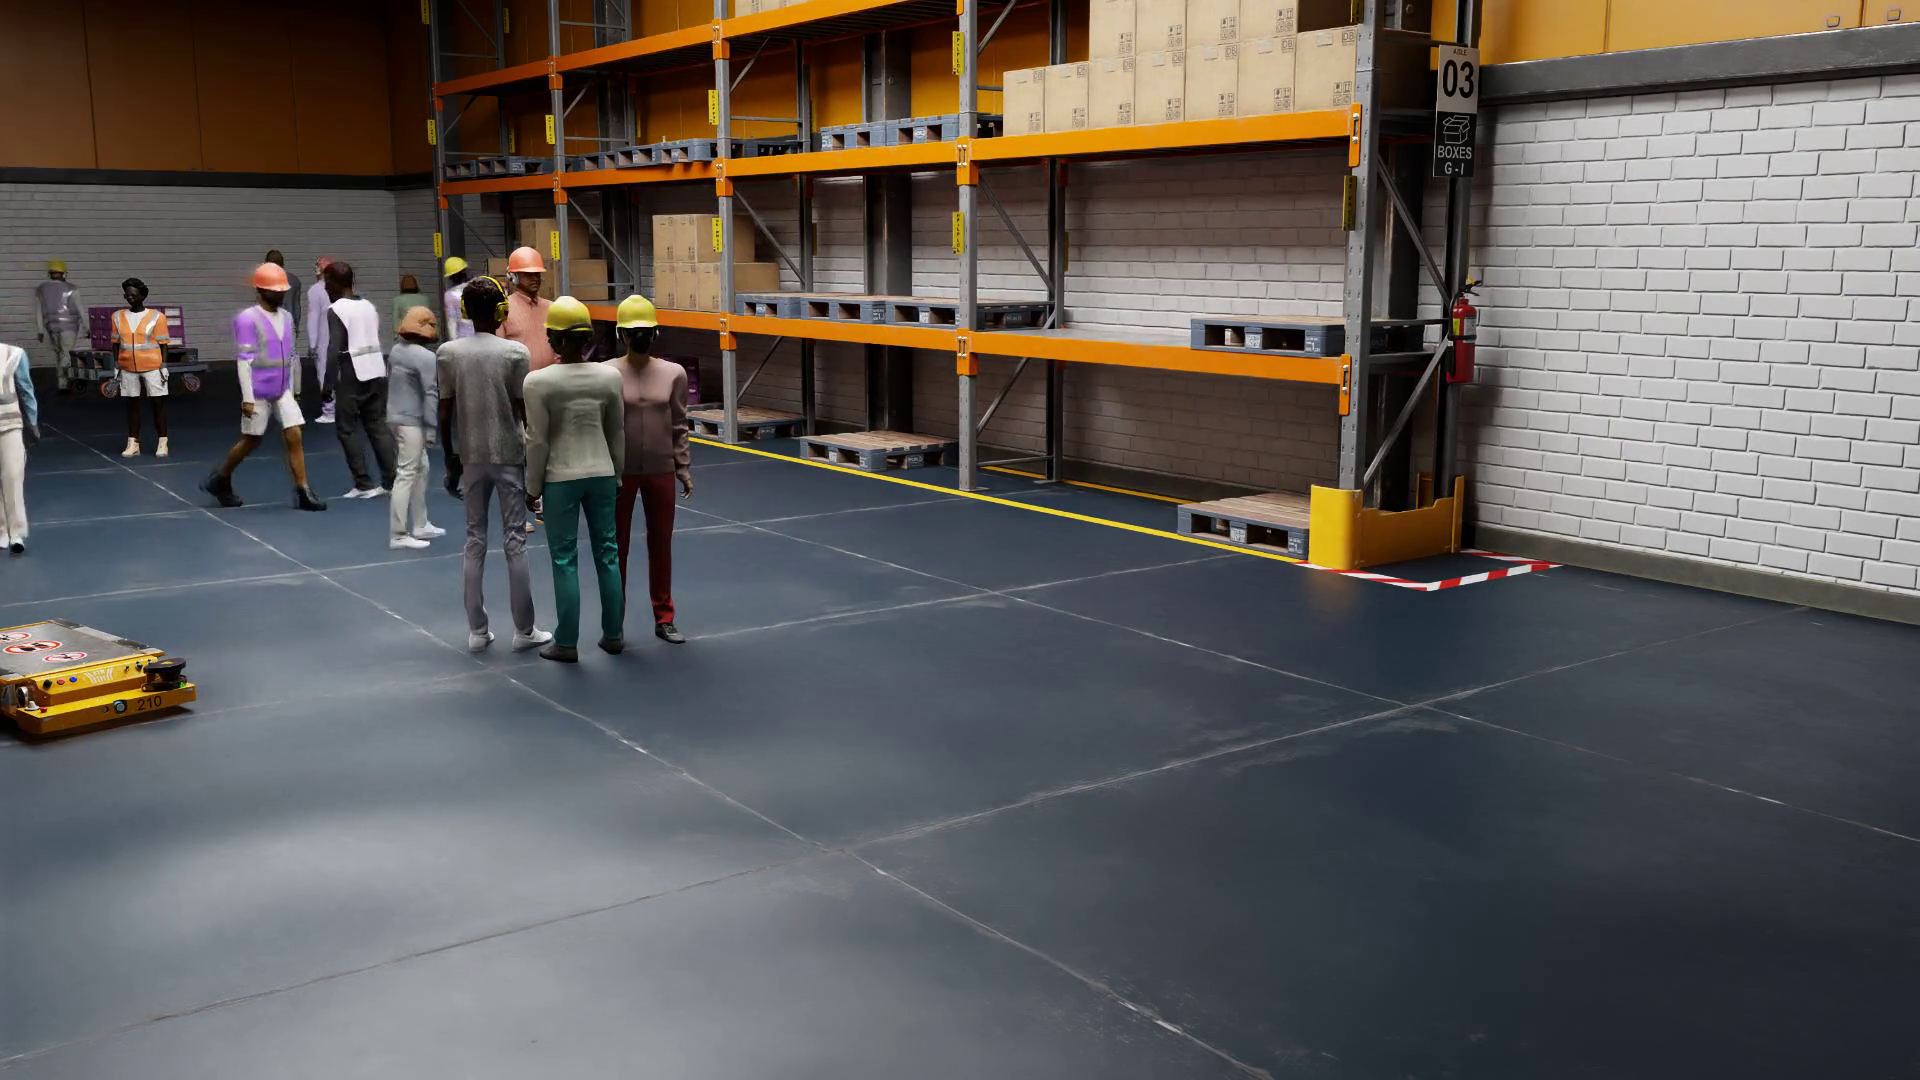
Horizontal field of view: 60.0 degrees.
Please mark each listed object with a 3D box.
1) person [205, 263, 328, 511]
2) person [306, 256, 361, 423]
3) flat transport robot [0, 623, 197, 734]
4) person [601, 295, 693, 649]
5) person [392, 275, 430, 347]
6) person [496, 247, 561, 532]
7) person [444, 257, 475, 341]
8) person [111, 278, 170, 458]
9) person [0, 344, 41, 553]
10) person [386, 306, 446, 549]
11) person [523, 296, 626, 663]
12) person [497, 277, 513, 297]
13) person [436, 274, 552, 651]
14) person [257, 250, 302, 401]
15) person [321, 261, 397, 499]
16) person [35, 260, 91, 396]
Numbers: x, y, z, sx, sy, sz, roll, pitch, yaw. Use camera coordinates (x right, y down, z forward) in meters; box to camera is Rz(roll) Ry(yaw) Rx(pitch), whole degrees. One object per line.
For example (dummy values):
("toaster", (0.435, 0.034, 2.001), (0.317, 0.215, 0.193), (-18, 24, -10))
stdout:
("person", (-5.301, -1.152, 12.604), (0.947, 1.890, 0.593), (4, 11, 20))
("person", (-7.021, -2.241, 18.697), (0.571, 1.888, 0.653), (5, 11, 26))
("flat transport robot", (-4.074, 0.579, 7.404), (1.431, 0.197, 0.652), (8, 13, 38))
("person", (-1.598, -0.335, 8.336), (0.523, 1.769, 0.315), (-5, 11, -24))
("person", (-7.493, -2.827, 22.786), (0.498, 1.598, 0.807), (-5, 11, -26))
("person", (-3.037, -1.057, 11.740), (0.377, 1.995, 0.608), (8, 13, 37))
("person", (-5.472, -2.253, 18.802), (0.672, 1.878, 0.648), (9, 14, 42))
("person", (-7.749, -1.623, 15.745), (0.533, 1.697, 0.319), (-1, 10, -6))
("person", (-6.285, -0.694, 10.772), (0.546, 1.600, 0.826), (-4, 11, -23))
("person", (-3.635, -0.755, 11.151), (0.529, 1.599, 0.576), (9, 14, 42))
("person", (-1.865, -0.290, 8.076), (0.529, 1.772, 0.304), (-8, 13, -40))
("person", (-5.394, -2.279, 19.617), (0.498, 1.626, 0.285), (-10, 14, -43))
("person", (-2.315, -0.372, 8.253), (0.512, 1.873, 0.329), (1, 10, 5))
("person", (-8.690, -2.724, 21.237), (0.373, 1.940, 0.629), (5, 11, 27))
("person", (-4.753, -1.249, 13.168), (0.486, 1.893, 0.607), (2, 10, 12))
("person", (-12.030, -2.858, 22.402), (0.604, 1.787, 0.906), (0, 10, 1))
